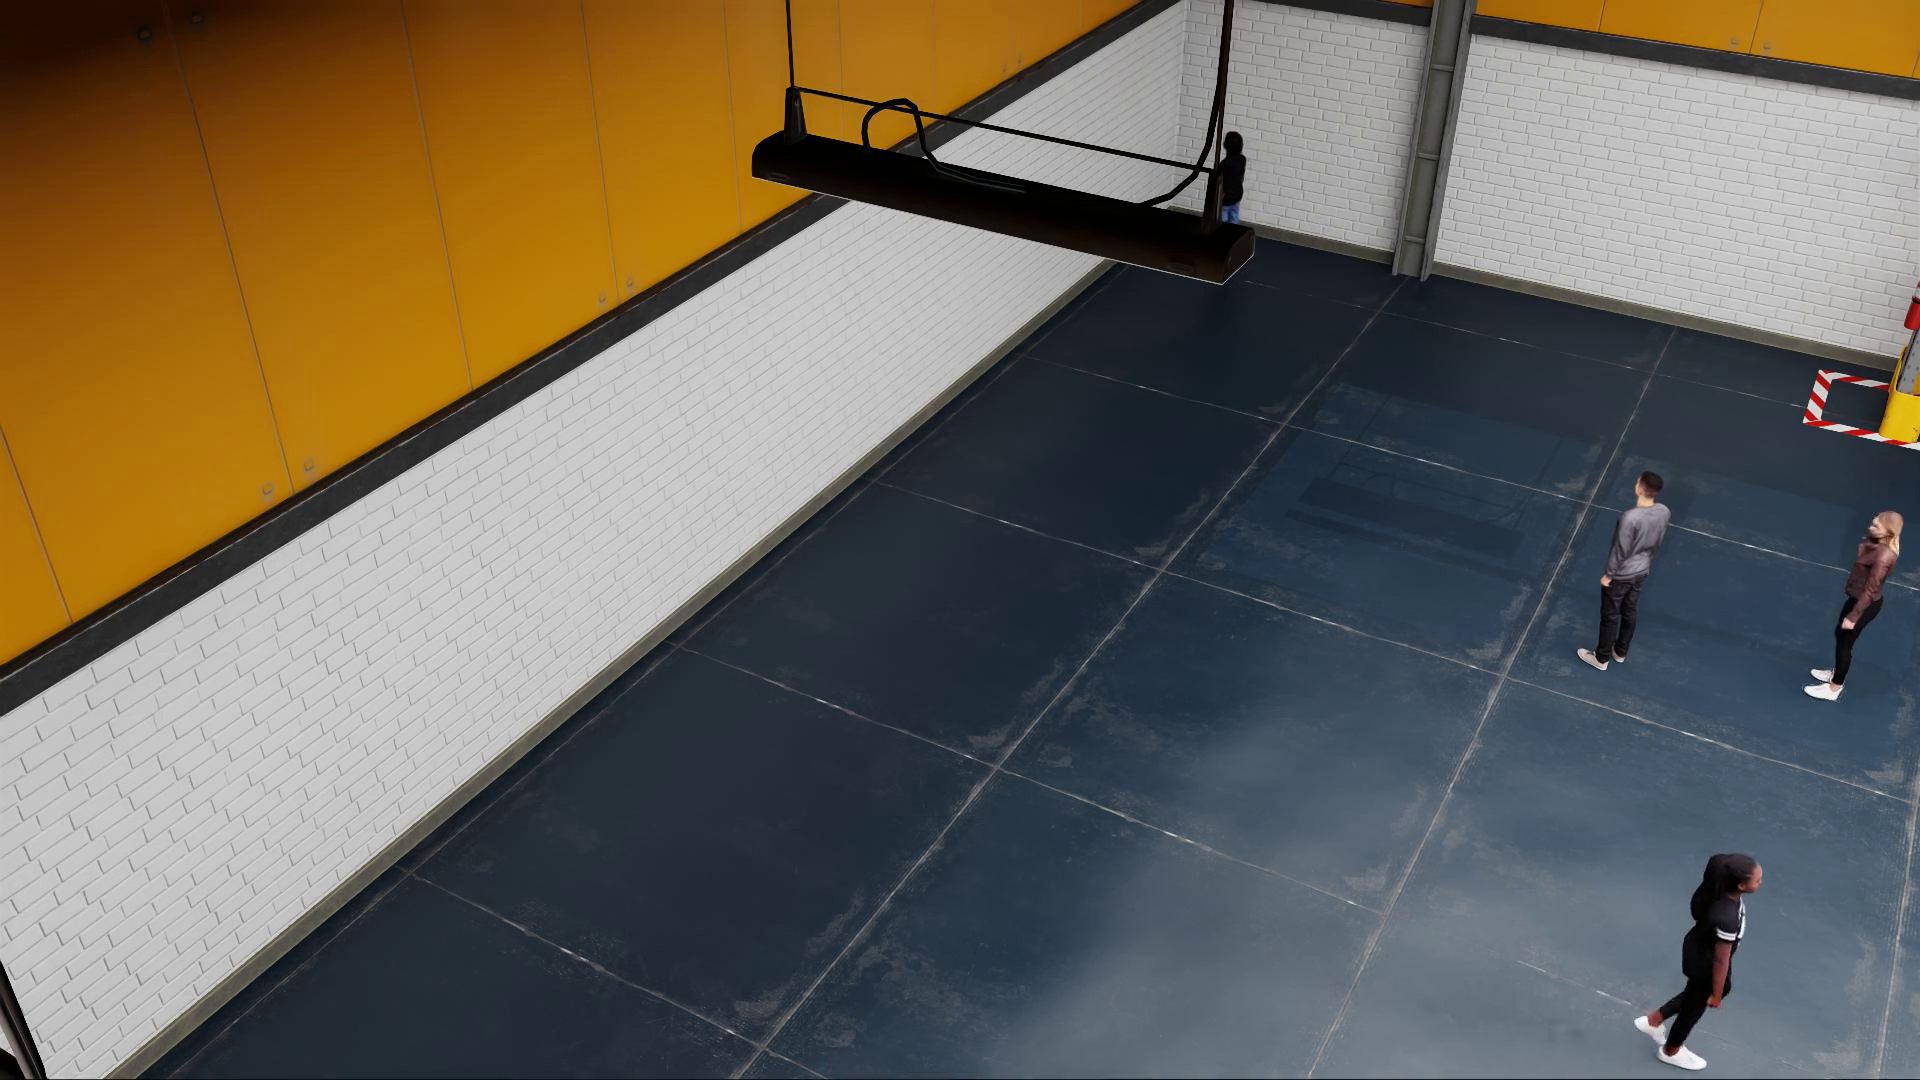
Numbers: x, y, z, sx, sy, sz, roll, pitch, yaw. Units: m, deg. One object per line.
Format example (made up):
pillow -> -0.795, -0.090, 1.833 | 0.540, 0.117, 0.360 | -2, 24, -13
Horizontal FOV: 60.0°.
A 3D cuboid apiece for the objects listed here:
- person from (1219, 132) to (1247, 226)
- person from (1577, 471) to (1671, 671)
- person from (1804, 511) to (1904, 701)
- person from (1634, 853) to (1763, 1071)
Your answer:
person -> 3.135, -3.938, 19.407 | 0.636, 1.701, 0.631 | -26, 42, -34
person -> 5.246, 0.237, 13.071 | 0.700, 1.761, 0.719 | -14, 36, -21
person -> 6.904, 0.492, 12.744 | 0.545, 1.699, 0.651 | 19, 38, 26
person -> 4.295, 2.463, 9.755 | 0.765, 1.724, 0.709 | 9, 35, 14
